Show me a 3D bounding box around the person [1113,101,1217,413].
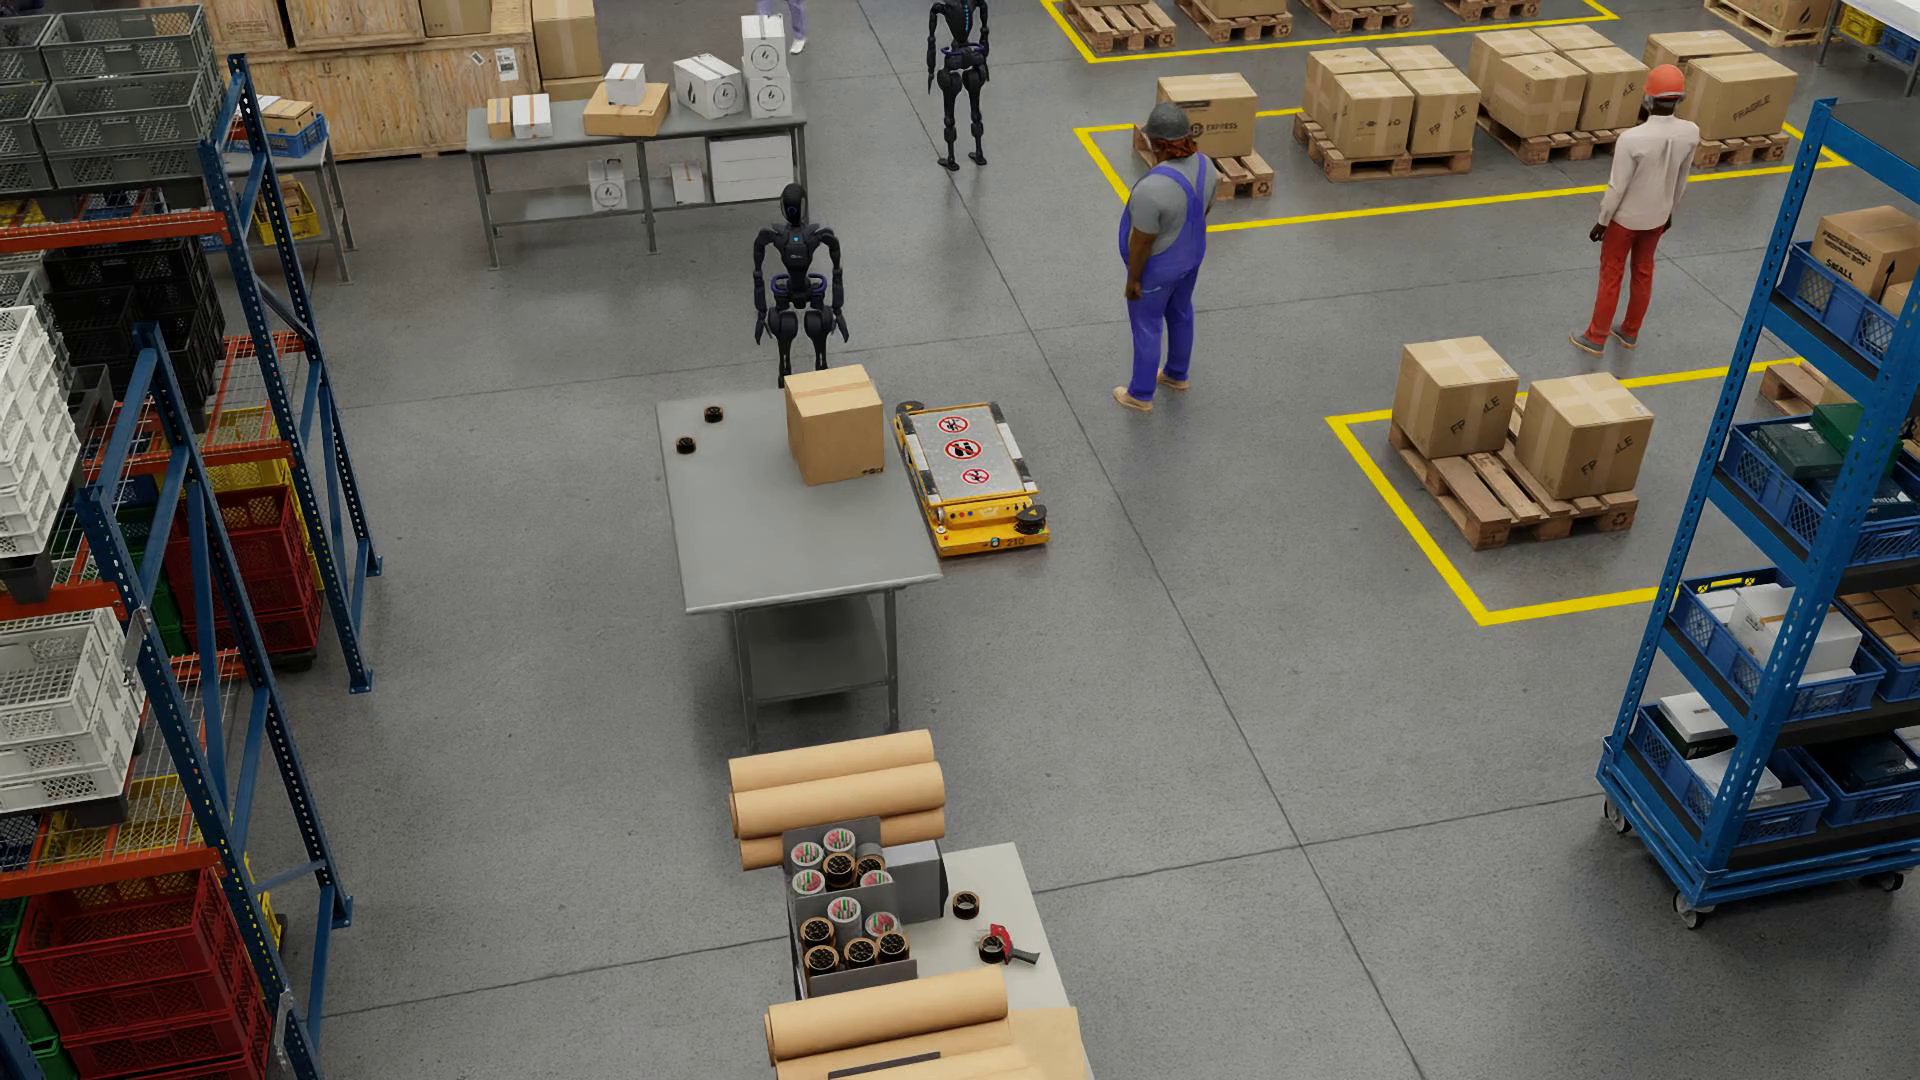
[{"bbox_3d":[1.249,-1.792,10.479,0.680,2.000,0.536,-31,46,-35],"label":"person"}]

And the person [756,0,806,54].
[{"bbox_3d":[-1.720,-5.342,15.386,0.605,1.873,0.981,12,38,16],"label":"person"}]

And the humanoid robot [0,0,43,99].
[{"bbox_3d":[-7.635,-3.750,13.428,0.412,1.633,0.736,-20,41,-24],"label":"humanoid robot"}]

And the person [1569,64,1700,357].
[{"bbox_3d":[4.472,-2.163,11.017,0.616,1.990,0.391,-11,38,-14],"label":"person"}]

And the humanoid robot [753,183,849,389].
[{"bbox_3d":[-0.984,-1.413,10.261,0.589,1.657,0.327,-3,37,-4],"label":"humanoid robot"}]

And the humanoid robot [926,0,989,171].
[{"bbox_3d":[0.002,-3.864,13.566,0.573,1.651,0.339,-16,40,-20],"label":"humanoid robot"}]

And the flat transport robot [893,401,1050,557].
[{"bbox_3d":[0.046,-0.430,10.108,0.652,0.197,1.431,-8,37,-10],"label":"flat transport robot"}]
